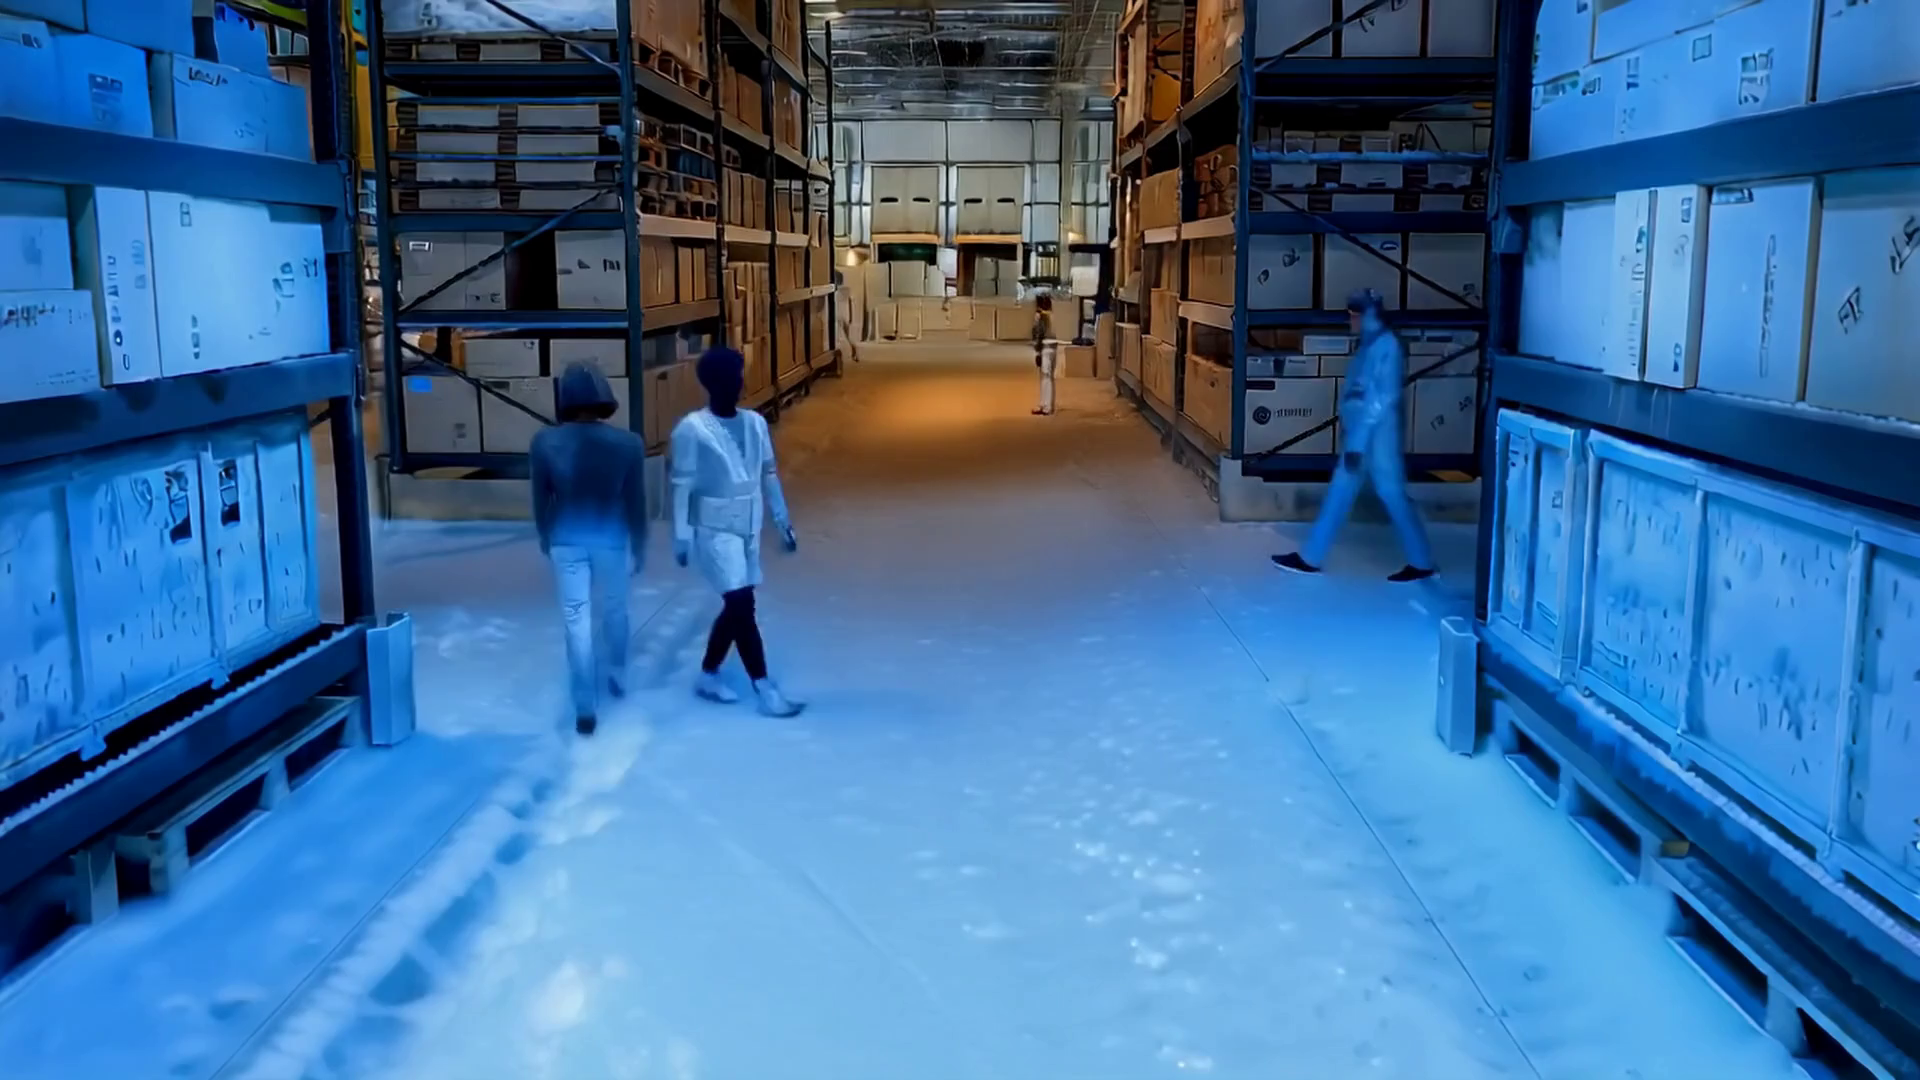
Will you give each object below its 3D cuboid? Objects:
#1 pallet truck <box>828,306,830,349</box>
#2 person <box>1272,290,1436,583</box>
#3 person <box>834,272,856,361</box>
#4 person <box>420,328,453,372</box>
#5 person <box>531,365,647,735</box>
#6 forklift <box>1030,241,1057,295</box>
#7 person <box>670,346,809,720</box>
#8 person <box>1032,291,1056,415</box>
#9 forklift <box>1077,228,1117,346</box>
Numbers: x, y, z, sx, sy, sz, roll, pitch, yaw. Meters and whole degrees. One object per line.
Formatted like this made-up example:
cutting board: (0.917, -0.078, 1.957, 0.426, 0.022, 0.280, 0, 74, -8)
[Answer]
pallet truck: (-3.100, -3.940, 29.800, 1.885, 1.965, 0.823, 3, 10, 19)
person: (2.557, -0.647, 10.527, 1.035, 1.848, 0.666, 1, 10, 6)
person: (-2.380, -4.519, 33.751, 0.512, 1.848, 0.804, -5, 11, -26)
person: (-6.160, -2.200, 19.622, 0.370, 1.915, 0.596, -7, 12, -37)
person: (-1.627, 0.020, 7.331, 0.488, 1.581, 0.856, -3, 10, -17)
forklift: (3.230, -10.143, 64.321, 1.129, 2.768, 1.873, 0, 9, 1)
person: (-0.976, -0.035, 7.438, 0.686, 1.650, 0.567, 6, 11, 32)
person: (1.132, -2.485, 22.162, 0.312, 1.638, 0.512, 3, 10, 19)
forklift: (3.640, -5.840, 38.545, 1.873, 2.768, 1.129, 0, 9, 0)
